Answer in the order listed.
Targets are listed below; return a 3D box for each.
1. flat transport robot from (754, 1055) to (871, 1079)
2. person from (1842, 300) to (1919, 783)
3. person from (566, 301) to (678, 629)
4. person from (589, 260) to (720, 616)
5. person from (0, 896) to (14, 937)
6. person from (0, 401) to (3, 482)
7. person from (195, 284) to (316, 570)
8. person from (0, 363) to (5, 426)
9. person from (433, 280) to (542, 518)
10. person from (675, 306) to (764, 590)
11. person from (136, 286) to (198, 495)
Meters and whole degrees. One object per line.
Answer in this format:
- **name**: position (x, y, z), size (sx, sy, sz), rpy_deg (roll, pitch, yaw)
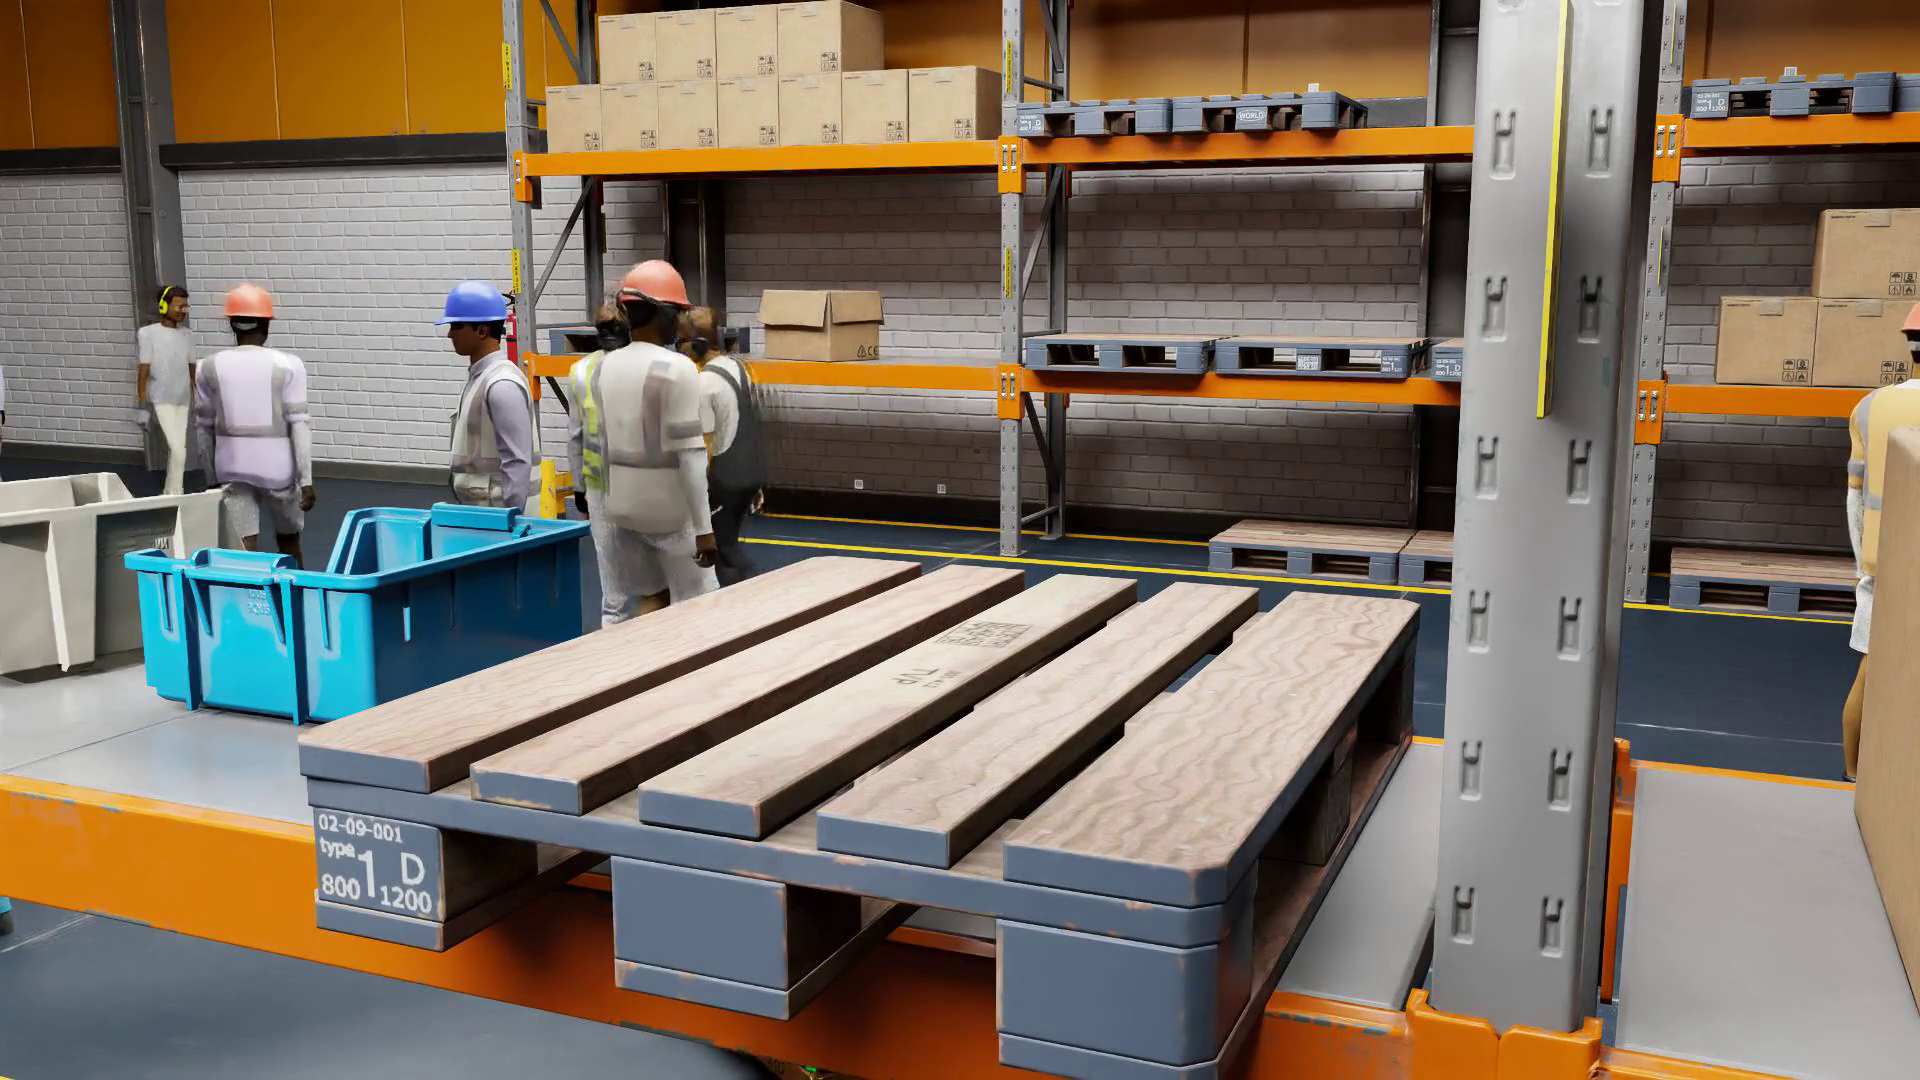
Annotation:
- **flat transport robot**: position (0.078, 1.139, 4.539), size (1.431, 0.197, 0.652), rpy_deg (-6, 11, -33)
- **person**: position (3.361, 0.097, 5.821), size (0.364, 1.933, 0.543), rpy_deg (-3, 10, -18)
- **person**: position (-1.709, -0.302, 8.536), size (0.626, 1.834, 0.433), rpy_deg (1, 10, 7)
- **person**: position (-1.228, -0.113, 6.757), size (0.643, 2.029, 0.528), rpy_deg (8, 13, 41)
- **person**: position (-2.938, 0.320, 4.736), size (0.388, 1.847, 0.563), rpy_deg (-2, 10, -12)
- **person**: position (-6.448, -0.638, 10.732), size (0.374, 1.758, 0.523), rpy_deg (9, 13, 43)
- **person**: position (-3.629, -0.366, 8.669), size (0.575, 1.900, 0.902), rpy_deg (-2, 10, -9)
- **person**: position (-7.644, -1.010, 12.720), size (0.625, 1.844, 0.429), rpy_deg (-5, 11, -26)
- **person**: position (-1.969, -0.111, 7.017), size (0.406, 1.945, 0.614), rpy_deg (-5, 11, -26)
- **person**: position (-1.124, -0.236, 8.157), size (0.497, 1.811, 0.596), rpy_deg (3, 10, 18)
- **person**: position (-5.972, -1.011, 12.722), size (0.690, 1.838, 0.532), rpy_deg (4, 10, 24)
